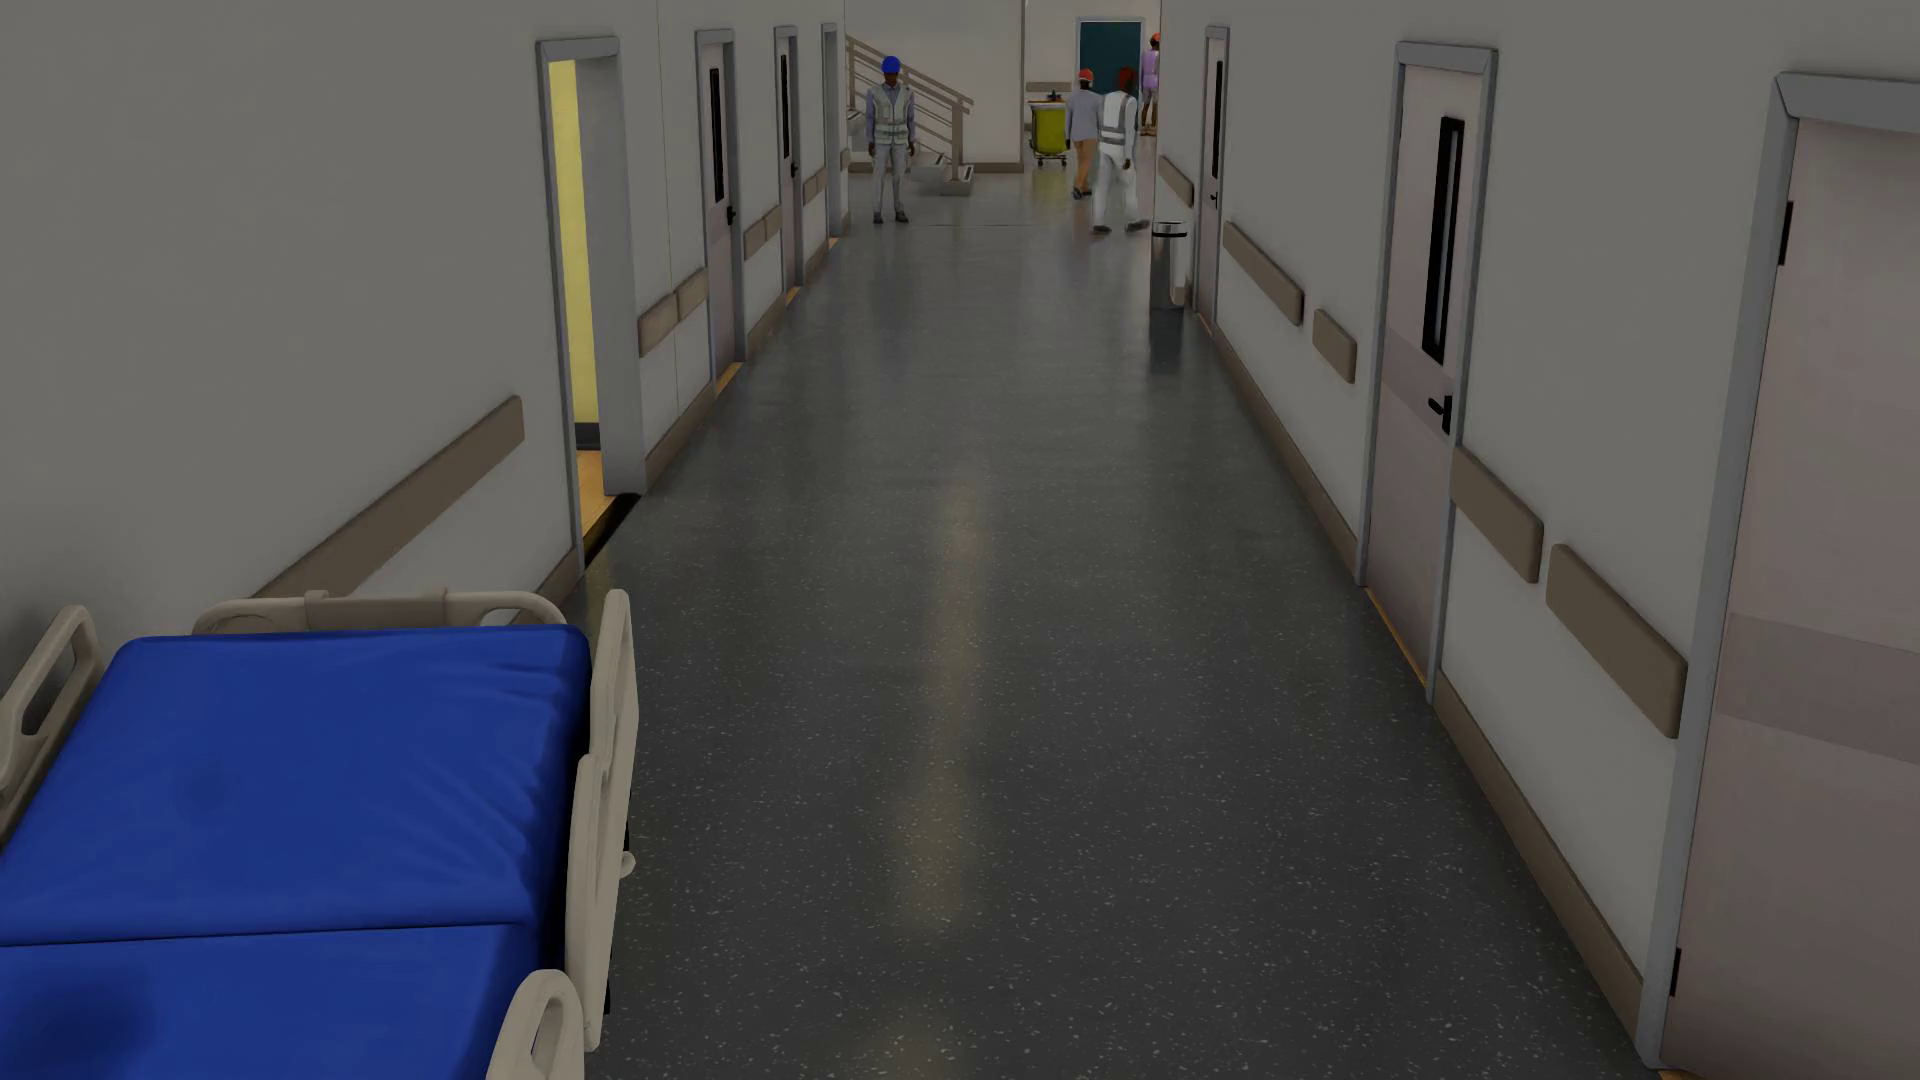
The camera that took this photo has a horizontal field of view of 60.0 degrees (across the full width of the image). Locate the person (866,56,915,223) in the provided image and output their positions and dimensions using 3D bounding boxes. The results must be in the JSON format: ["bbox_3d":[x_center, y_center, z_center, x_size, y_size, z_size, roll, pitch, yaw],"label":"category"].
[{"bbox_3d":[-0.822,-4.756,19.797,0.605,1.943,0.402,-5,18,-15],"label":"person"}]

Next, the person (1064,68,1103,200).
[{"bbox_3d":[1.661,-5.469,22.407,0.554,1.718,0.871,10,20,29],"label":"person"}]

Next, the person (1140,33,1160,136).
[{"bbox_3d":[3.916,-9.180,33.575,0.612,2.029,0.409,15,23,40],"label":"person"}]

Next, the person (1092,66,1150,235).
[{"bbox_3d":[1.850,-4.404,18.861,0.904,1.827,0.608,-16,24,-41],"label":"person"}]
